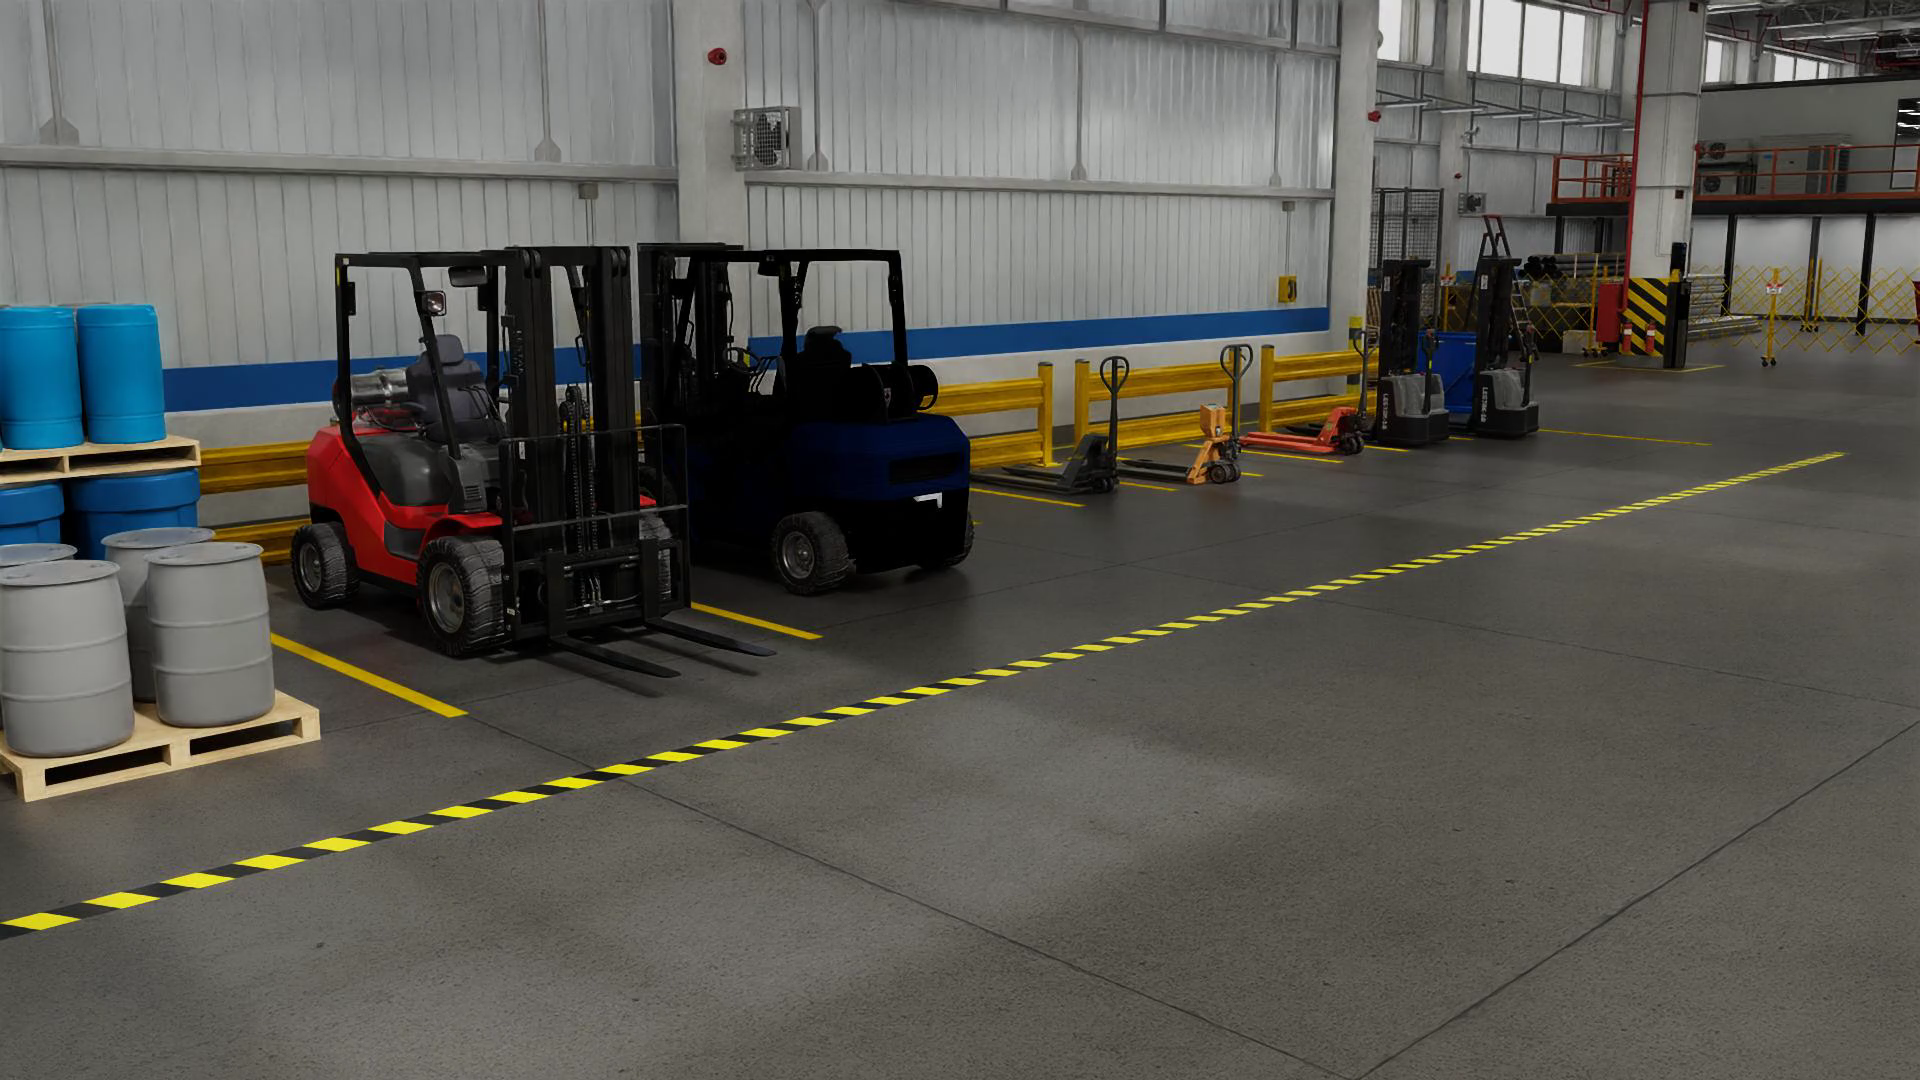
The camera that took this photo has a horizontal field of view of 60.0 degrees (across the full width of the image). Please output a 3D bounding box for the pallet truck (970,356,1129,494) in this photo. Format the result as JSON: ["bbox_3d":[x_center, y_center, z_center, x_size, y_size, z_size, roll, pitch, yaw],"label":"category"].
[{"bbox_3d":[0.784,-1.085,14.876,0.680,1.201,1.601,-10,14,-44],"label":"pallet truck"}]

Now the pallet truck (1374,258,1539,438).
[{"bbox_3d":[5.704,-2.208,18.901,1.885,1.965,0.823,10,14,43],"label":"pallet truck"}]

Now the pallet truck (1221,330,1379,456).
[{"bbox_3d":[3.563,-1.581,17.381,0.653,1.274,1.630,-10,14,-44],"label":"pallet truck"}]

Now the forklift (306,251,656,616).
[{"bbox_3d":[-2.833,-0.669,9.694,1.157,1.987,2.680,-10,14,-44],"label":"forklift"}]

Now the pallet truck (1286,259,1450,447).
[{"bbox_3d":[4.493,-2.078,18.196,0.823,1.965,1.885,-9,14,-40],"label":"pallet truck"}]

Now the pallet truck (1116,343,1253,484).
[{"bbox_3d":[1.962,-1.215,15.415,1.522,1.261,0.704,10,14,43],"label":"pallet truck"}]

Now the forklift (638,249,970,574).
[{"bbox_3d":[-1.173,-0.958,11.239,2.680,1.987,1.157,10,14,43],"label":"forklift"}]
